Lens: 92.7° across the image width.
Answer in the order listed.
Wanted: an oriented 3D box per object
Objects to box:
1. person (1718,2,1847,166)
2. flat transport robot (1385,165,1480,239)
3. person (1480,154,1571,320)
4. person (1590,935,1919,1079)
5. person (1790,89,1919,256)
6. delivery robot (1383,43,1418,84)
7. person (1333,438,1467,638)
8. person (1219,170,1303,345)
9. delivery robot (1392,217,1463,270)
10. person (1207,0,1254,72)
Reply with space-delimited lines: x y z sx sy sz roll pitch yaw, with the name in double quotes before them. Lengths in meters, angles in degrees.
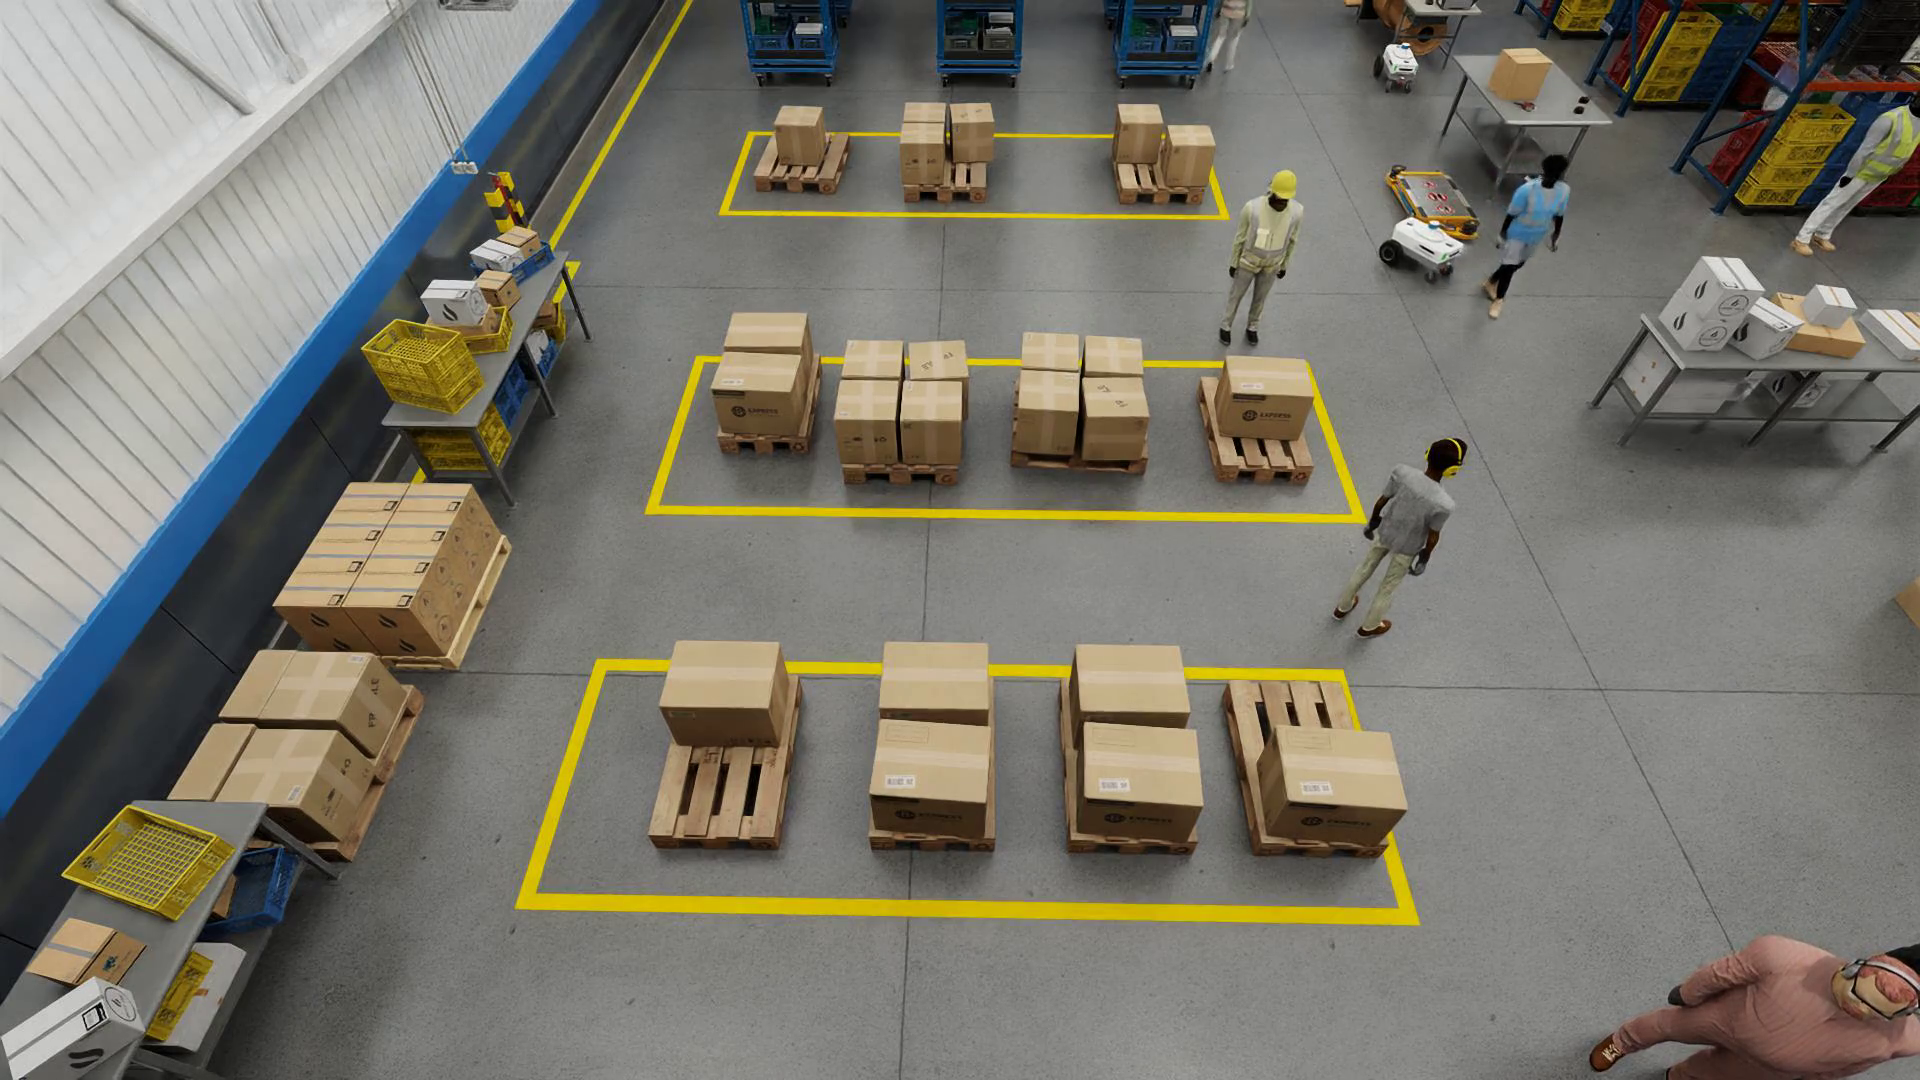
"person" 10.306 -5.568 11.261 0.815 1.915 0.630 -2 49 -2
"flat transport robot" 5.692 -4.094 11.059 0.652 0.197 1.431 1 49 1
"person" 5.722 -3.089 9.279 0.592 1.668 0.573 -3 49 -2
"person" 3.796 2.373 4.388 0.652 1.906 0.403 35 57 26
"person" 9.863 -3.985 9.933 0.620 1.845 0.430 -10 50 -9
"delivery robot" 6.370 -6.919 13.258 0.477 0.478 0.707 5 49 4
"person" 3.094 0.004 6.469 0.328 1.861 0.521 -27 54 -21
"person" 2.890 -2.691 8.827 0.584 1.823 0.403 2 49 1
"delivery robot" 5.145 -3.282 10.110 0.477 0.478 0.707 -27 54 -22
"person" 3.911 -7.544 13.157 0.532 1.620 0.523 24 53 19
